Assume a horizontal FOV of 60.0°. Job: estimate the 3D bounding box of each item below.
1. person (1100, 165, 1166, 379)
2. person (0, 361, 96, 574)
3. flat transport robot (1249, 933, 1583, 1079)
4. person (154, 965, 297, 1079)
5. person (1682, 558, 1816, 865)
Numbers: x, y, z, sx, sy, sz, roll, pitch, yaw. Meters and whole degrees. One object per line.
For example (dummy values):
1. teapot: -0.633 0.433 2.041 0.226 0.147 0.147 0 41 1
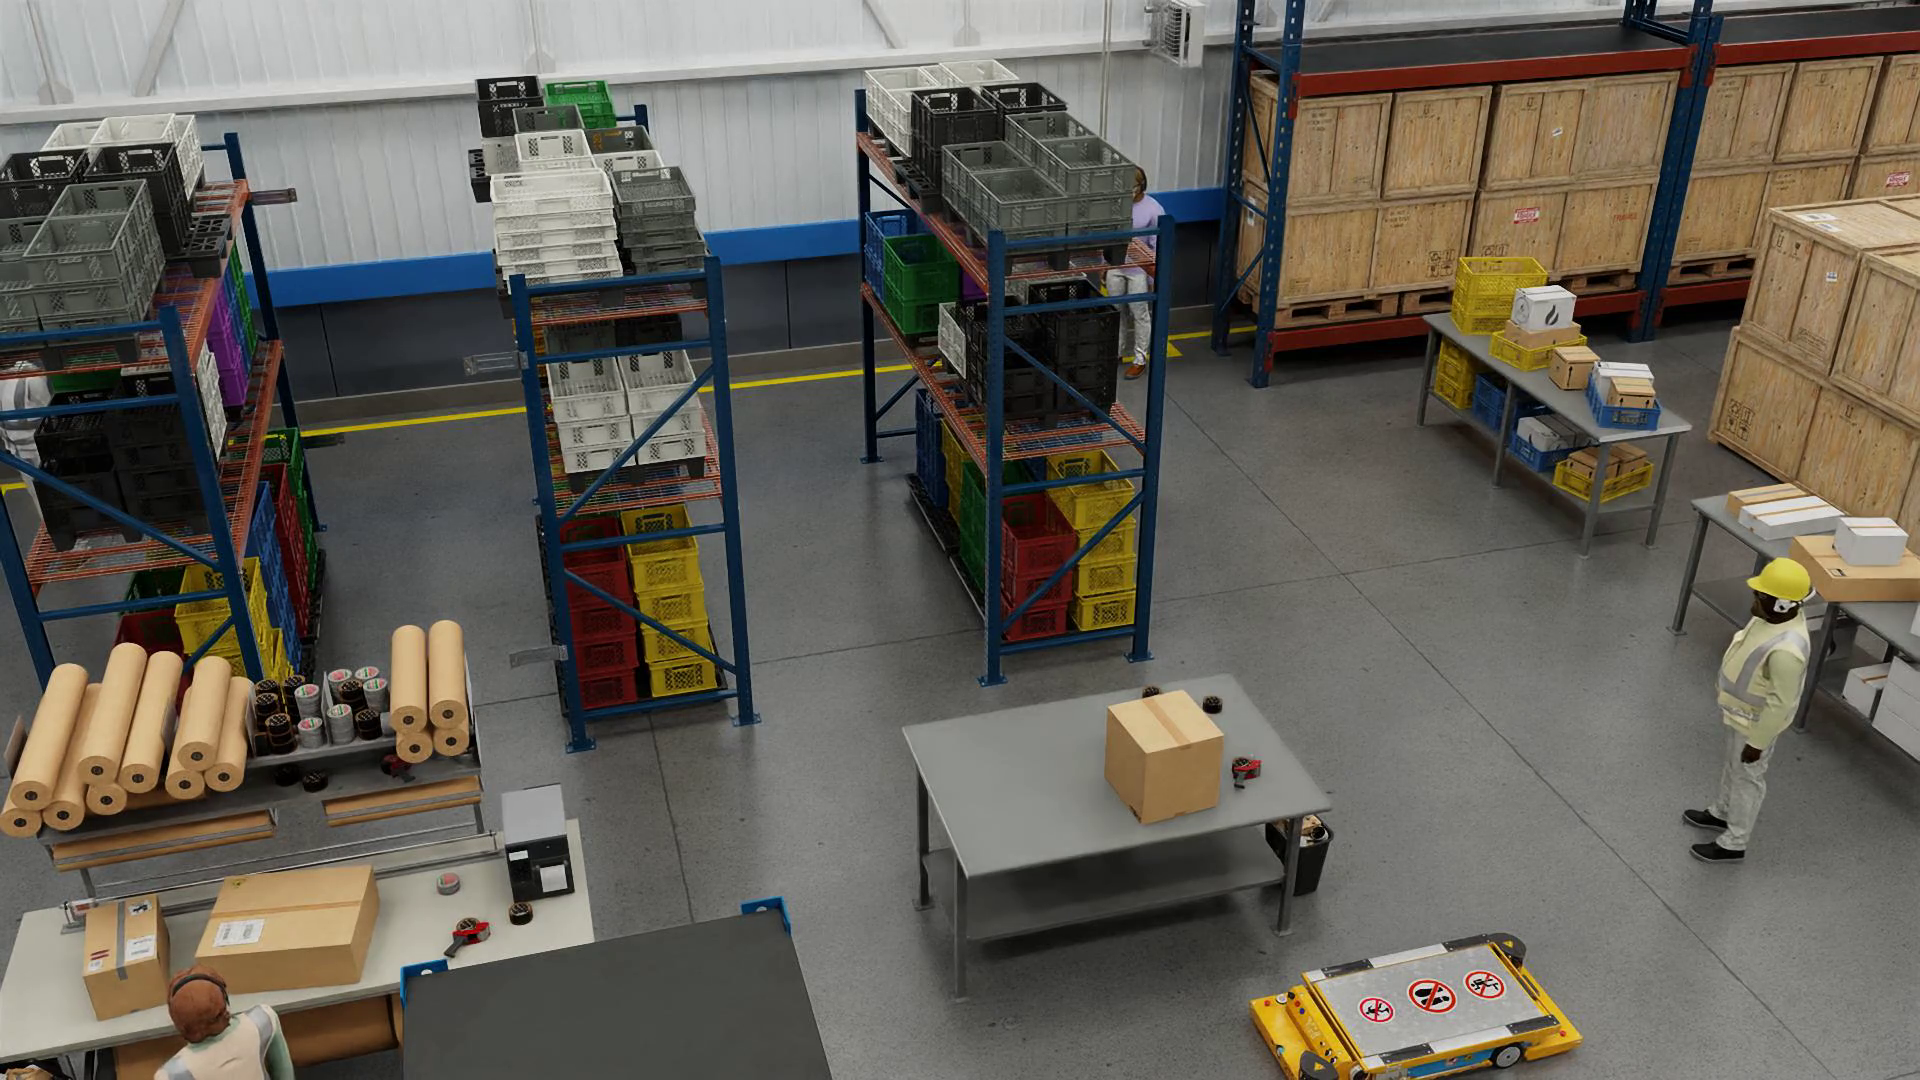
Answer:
1. person: 1.516 -2.391 14.777 0.625 1.933 0.374 21 35 34
2. person: -6.492 -0.645 11.644 0.584 1.882 0.337 15 32 25
3. flat transport robot: 2.184 2.282 7.980 1.431 0.197 0.652 -8 30 -14
4. person: -2.794 2.328 6.486 0.313 1.638 0.513 20 35 32
5. person: 4.221 0.911 8.863 0.404 1.834 0.592 9 30 16
